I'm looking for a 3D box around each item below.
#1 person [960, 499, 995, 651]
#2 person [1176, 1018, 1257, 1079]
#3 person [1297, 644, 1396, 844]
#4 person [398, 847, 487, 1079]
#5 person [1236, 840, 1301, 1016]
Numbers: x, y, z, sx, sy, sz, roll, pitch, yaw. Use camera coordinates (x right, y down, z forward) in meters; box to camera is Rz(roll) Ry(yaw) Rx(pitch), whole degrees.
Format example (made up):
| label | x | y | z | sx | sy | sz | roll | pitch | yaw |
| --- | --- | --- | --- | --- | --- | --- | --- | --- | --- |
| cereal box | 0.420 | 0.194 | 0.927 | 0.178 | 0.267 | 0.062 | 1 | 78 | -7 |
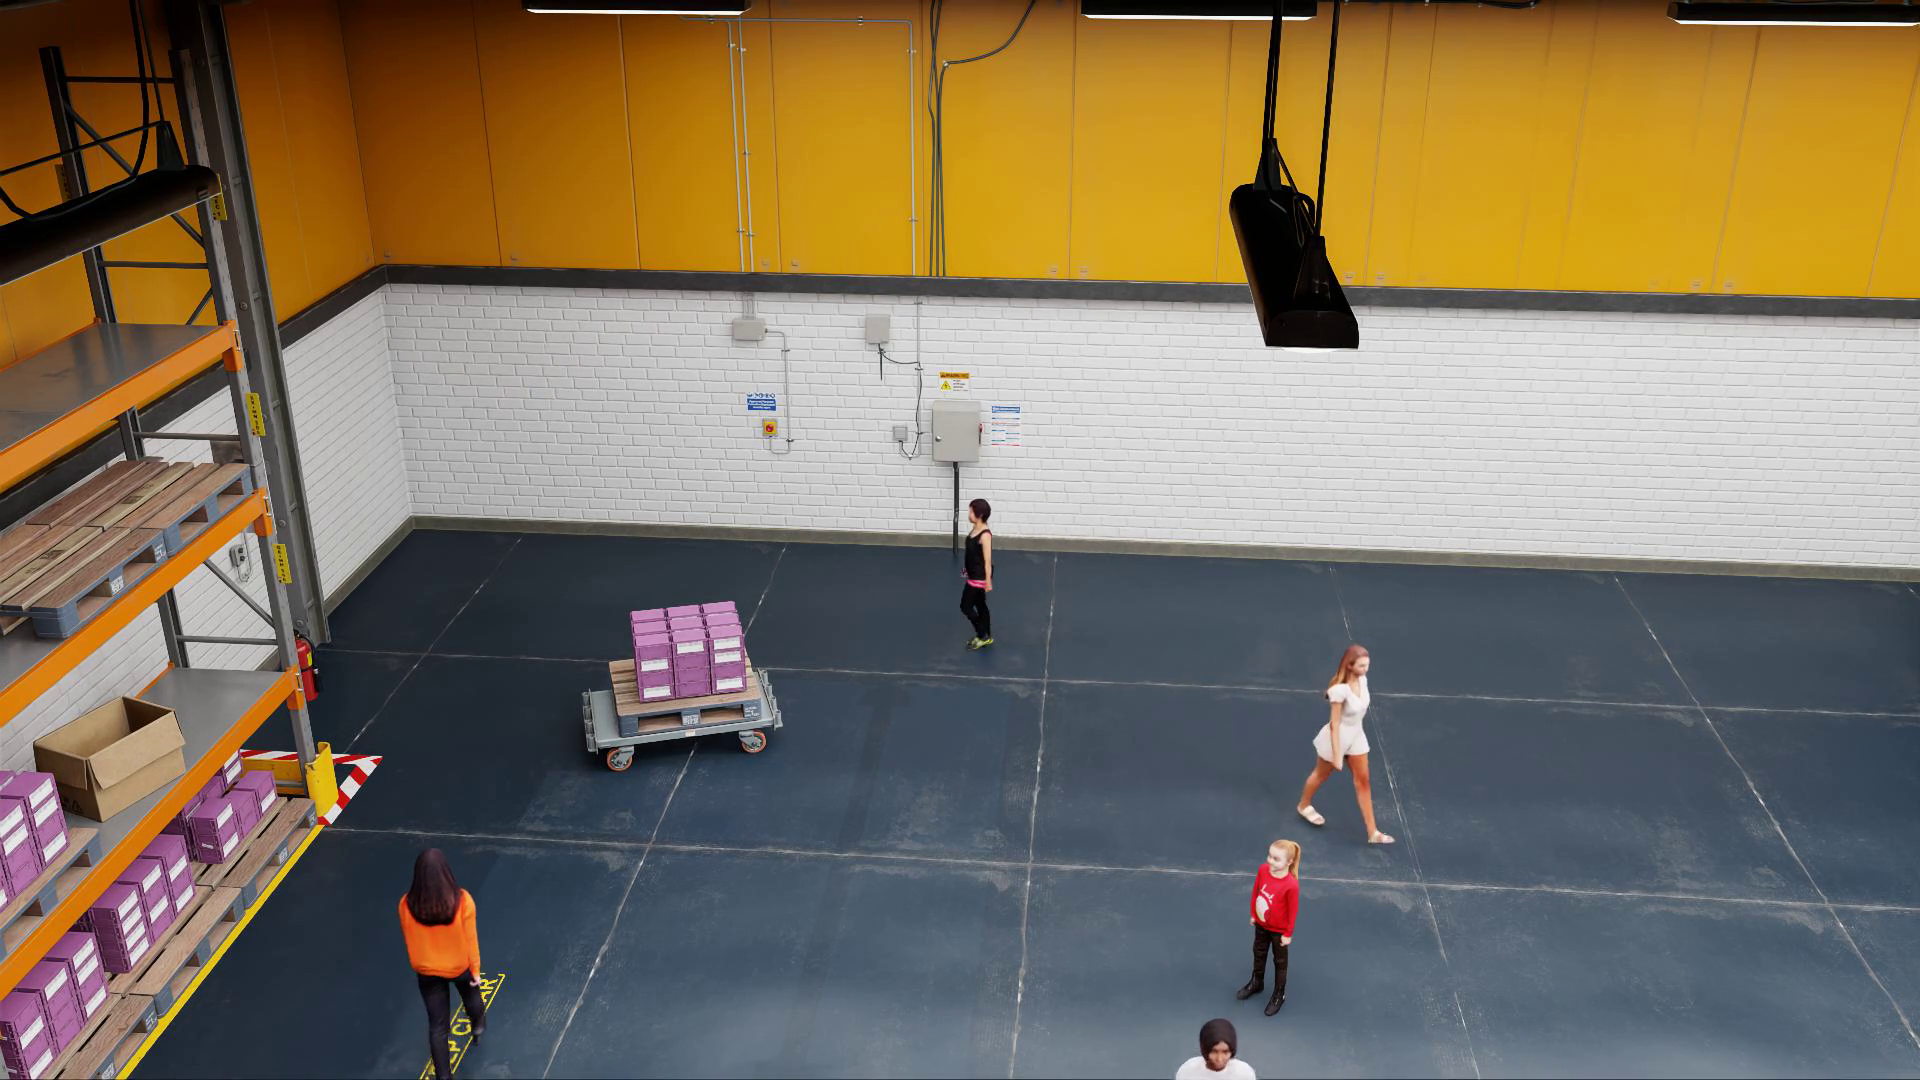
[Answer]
| label | x | y | z | sx | sy | sz | roll | pitch | yaw |
| --- | --- | --- | --- | --- | --- | --- | --- | --- | --- |
| person | 0.246 | 0.321 | 15.947 | 0.645 | 1.539 | 0.539 | -3 | 24 | -6 |
| person | 1.356 | 3.255 | 9.053 | 0.611 | 1.684 | 1.089 | 1 | 24 | 2 |
| person | 2.917 | 1.554 | 12.993 | 1.059 | 1.645 | 1.141 | -17 | 29 | -34 |
| person | -3.190 | 2.718 | 10.261 | 0.772 | 1.700 | 1.134 | -2 | 24 | -5 |
| person | 2.100 | 2.562 | 11.142 | 0.643 | 1.280 | 0.588 | -21 | 31 | -39 |
